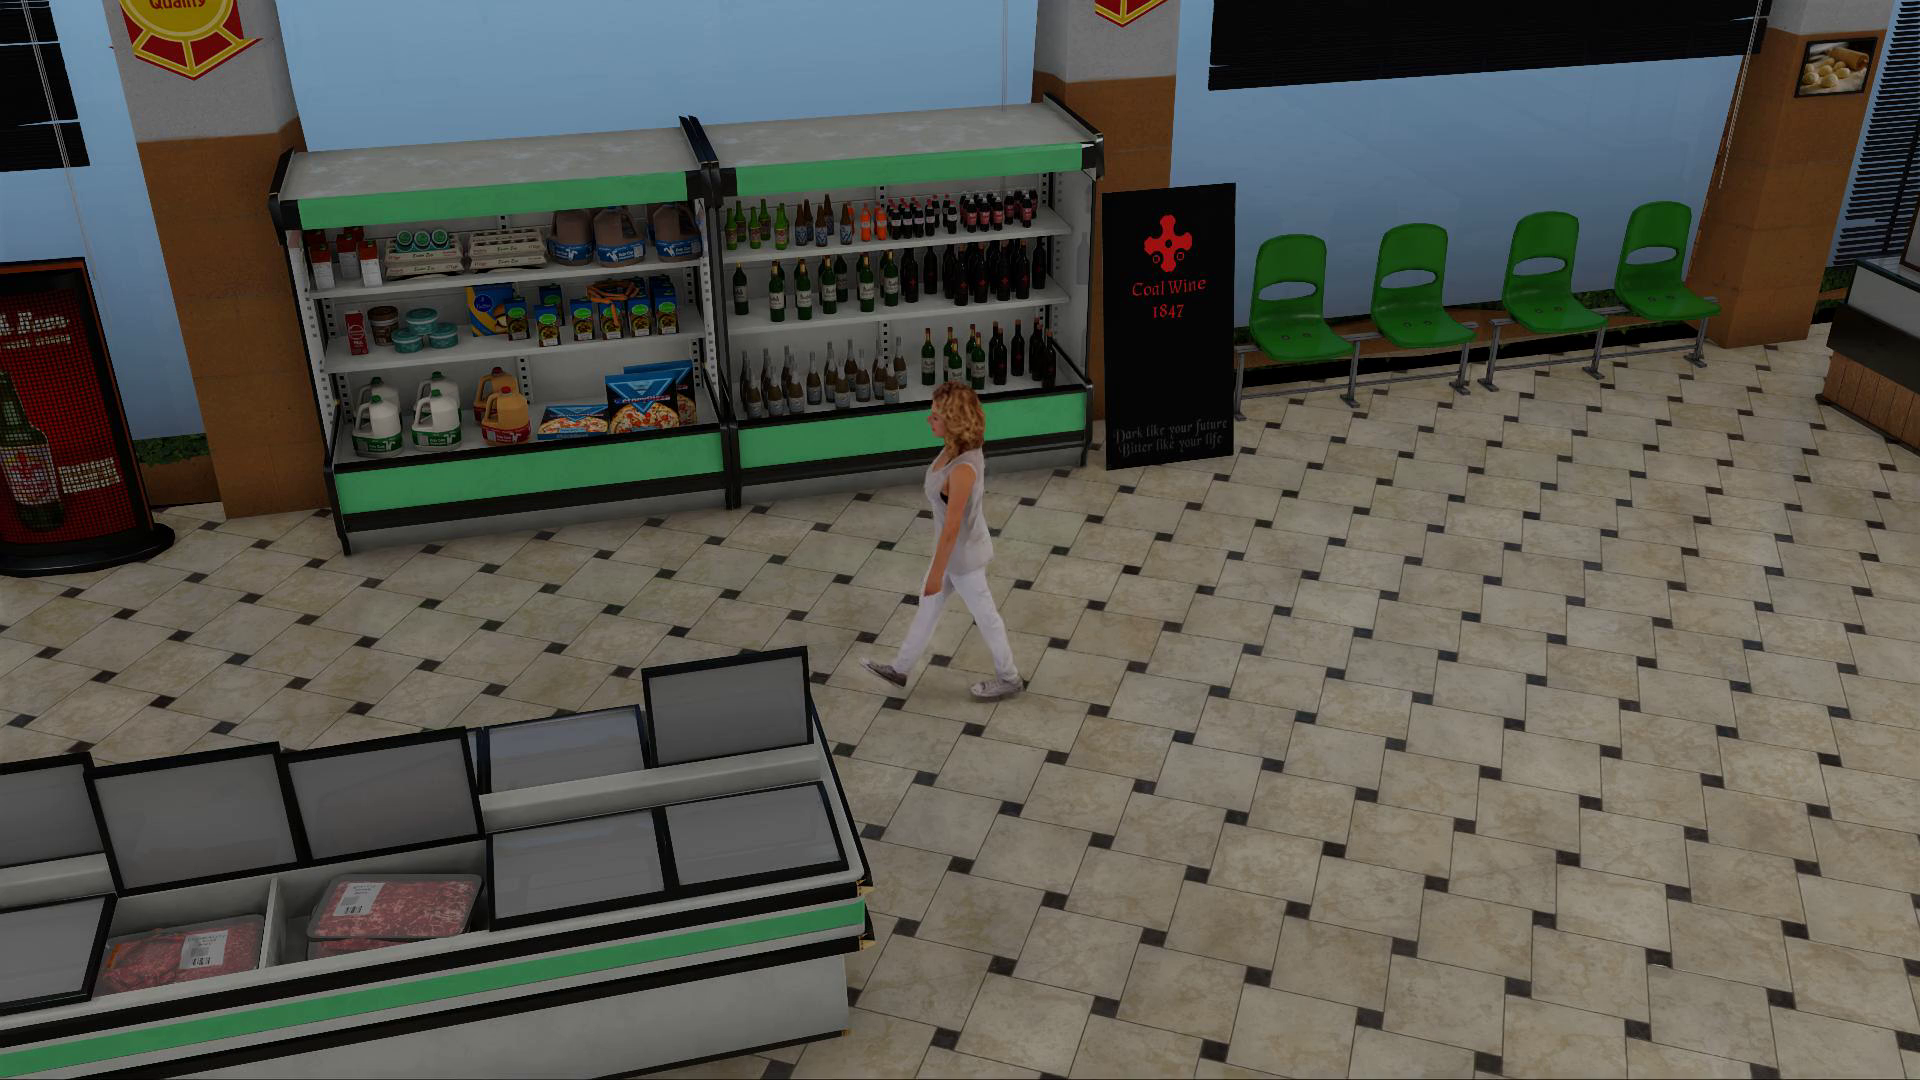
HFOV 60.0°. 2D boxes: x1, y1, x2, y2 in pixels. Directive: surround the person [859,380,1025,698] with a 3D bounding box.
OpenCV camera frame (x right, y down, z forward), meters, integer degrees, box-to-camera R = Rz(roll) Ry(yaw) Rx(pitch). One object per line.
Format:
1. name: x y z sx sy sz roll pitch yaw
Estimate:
1. person: 0.093 0.057 7.725 1.076 1.629 0.762 -2 29 -3
